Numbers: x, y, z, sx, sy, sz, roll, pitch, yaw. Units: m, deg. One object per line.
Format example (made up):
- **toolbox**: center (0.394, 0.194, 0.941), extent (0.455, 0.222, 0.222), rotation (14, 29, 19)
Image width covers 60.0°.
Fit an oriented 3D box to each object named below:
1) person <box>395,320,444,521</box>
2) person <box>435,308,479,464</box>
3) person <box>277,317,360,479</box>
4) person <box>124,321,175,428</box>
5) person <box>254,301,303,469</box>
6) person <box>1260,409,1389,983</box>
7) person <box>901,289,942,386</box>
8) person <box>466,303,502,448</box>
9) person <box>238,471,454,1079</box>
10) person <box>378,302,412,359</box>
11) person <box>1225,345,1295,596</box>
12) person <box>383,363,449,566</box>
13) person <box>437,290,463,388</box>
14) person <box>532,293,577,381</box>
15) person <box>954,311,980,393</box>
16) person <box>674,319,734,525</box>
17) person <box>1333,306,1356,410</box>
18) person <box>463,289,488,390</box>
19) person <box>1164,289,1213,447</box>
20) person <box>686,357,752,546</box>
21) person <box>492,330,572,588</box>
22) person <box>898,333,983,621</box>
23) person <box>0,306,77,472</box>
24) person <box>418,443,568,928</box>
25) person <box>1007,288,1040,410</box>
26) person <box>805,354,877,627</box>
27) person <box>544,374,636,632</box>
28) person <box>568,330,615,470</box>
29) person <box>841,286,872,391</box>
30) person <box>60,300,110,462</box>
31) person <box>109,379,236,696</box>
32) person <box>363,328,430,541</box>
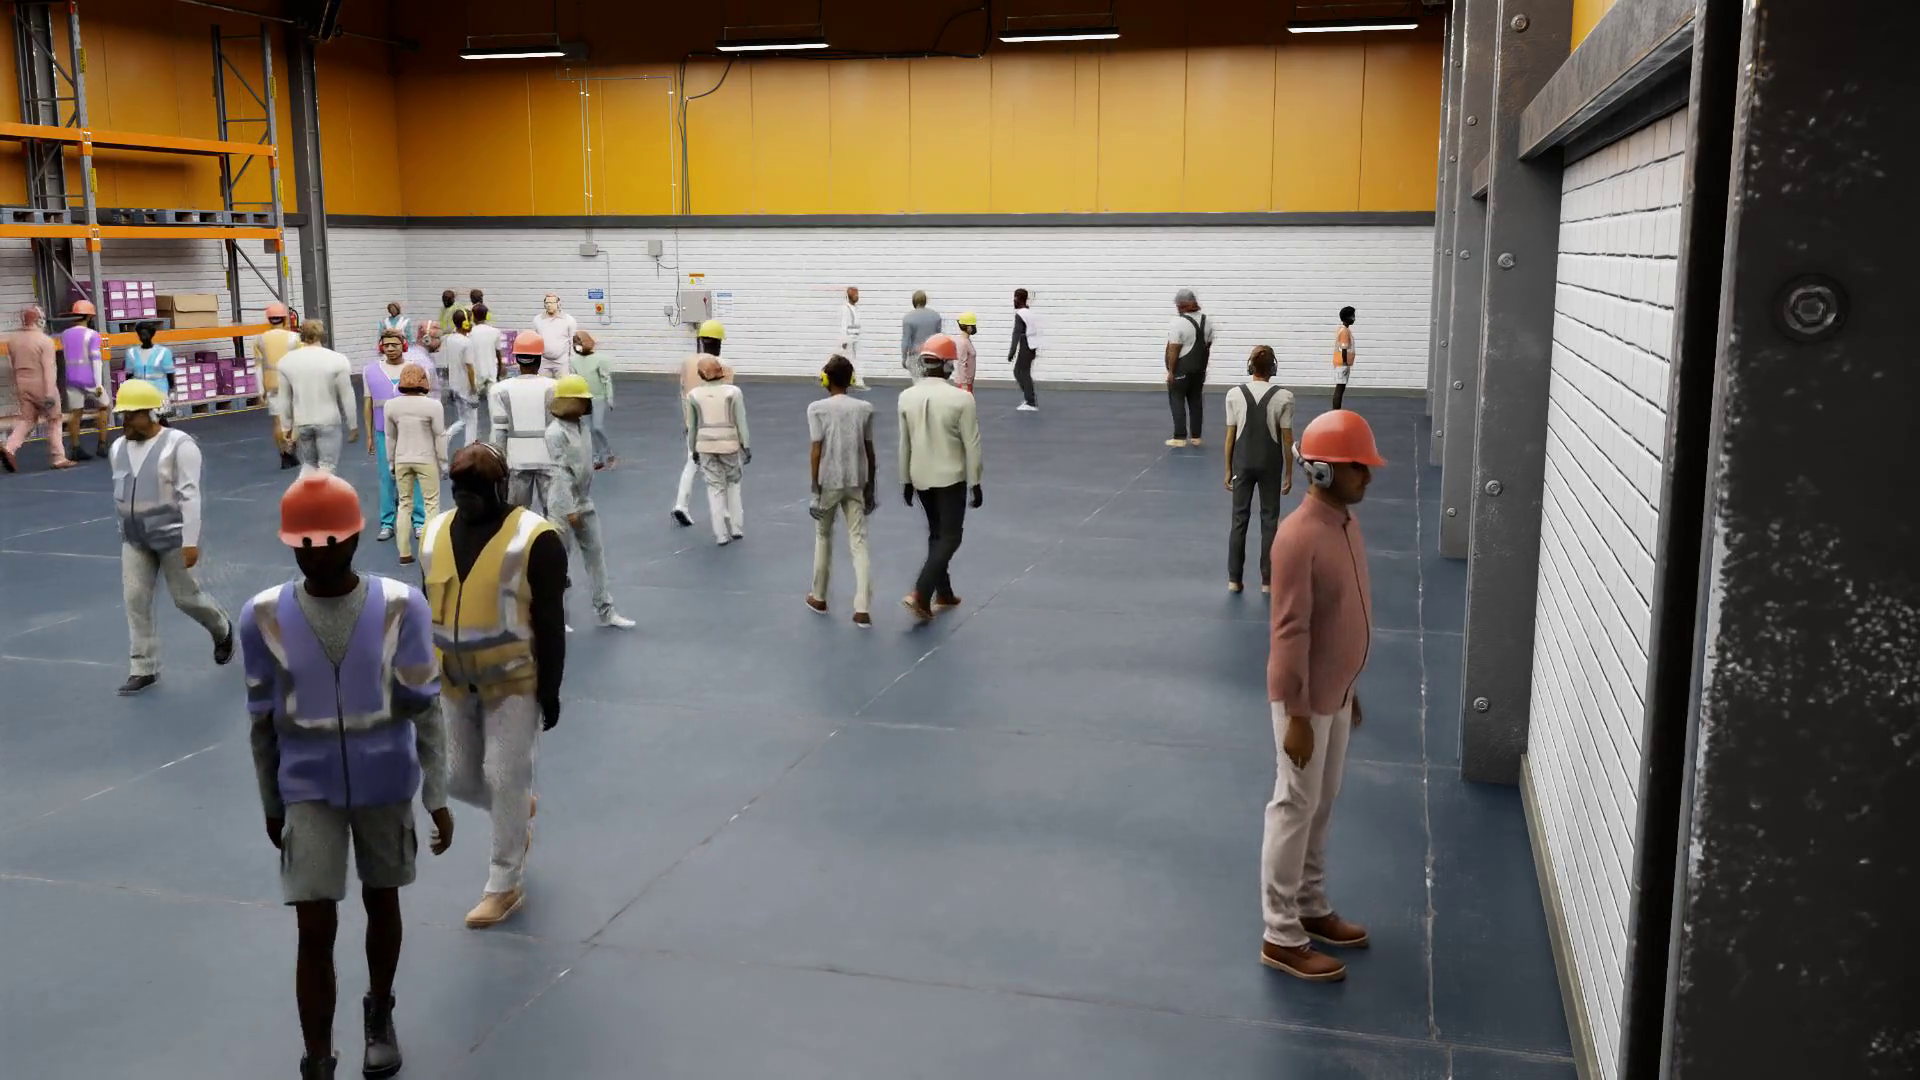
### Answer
- **person**: center (-5.012, -1.094, 15.412), extent (0.507, 1.874, 0.675), rotation (-5, 11, -24)
- **person**: center (-5.701, -1.699, 18.900), extent (0.508, 1.859, 0.559), rotation (9, 14, 43)
- **person**: center (-5.721, -1.019, 14.868), extent (0.647, 1.924, 0.440), rotation (1, 10, 3)
- **person**: center (-9.496, -1.719, 19.503), extent (0.544, 1.689, 0.365), rotation (-1, 10, -6)
- **person**: center (-7.770, -1.767, 19.072), extent (0.564, 1.927, 0.423), rotation (-1, 10, -7)
- **person**: center (1.281, 0.532, 5.870), extent (0.392, 1.995, 0.614), rotation (6, 12, 31)
- **person**: center (-0.570, -2.671, 24.192), extent (0.653, 1.927, 0.431), rotation (-6, 12, -31)
- **person**: center (-6.043, -2.069, 21.046), extent (0.527, 1.841, 0.830), rotation (-6, 12, -30)
- **person**: center (-1.776, 0.757, 4.845), extent (0.568, 1.900, 0.878), rotation (-3, 11, -18)
- **person**: center (-9.523, -3.185, 28.004), extent (0.529, 1.614, 0.712), rotation (-1, 10, -5)
- **person**: center (2.190, -0.506, 12.197), extent (0.505, 1.841, 0.332), rotation (3, 11, 18)
- **person**: center (-4.349, -0.597, 13.318), extent (0.507, 1.628, 0.285), rotation (1, 10, 6)
- **person**: center (-8.912, -3.442, 28.964), extent (0.936, 1.783, 0.644), rotation (-9, 13, -41)
- **person**: center (-5.656, -2.479, 23.167), extent (0.638, 1.910, 0.407), rotation (0, 10, 1)
- **person**: center (0.090, -1.901, 20.293), extent (0.324, 1.767, 0.533), rotation (1, 10, 6)
- **person**: center (-2.354, -1.087, 15.347), extent (0.596, 1.896, 0.927), rotation (4, 11, 21)
- **person**: center (5.545, -2.526, 24.021), extent (0.318, 1.697, 0.540), rotation (2, 10, 10)
- **person**: center (-8.666, -3.560, 29.639), extent (0.694, 1.805, 0.652), rotation (2, 10, 11)
- **person**: center (2.887, -2.217, 21.306), extent (0.734, 2.000, 0.536), rotation (-8, 13, -39)
- **person**: center (-2.055, -0.771, 14.317), extent (0.570, 1.606, 0.550), rotation (0, 10, 1)
- **person**: center (-3.147, -0.574, 12.293), extent (0.545, 1.939, 0.354), rotation (-1, 10, -6)
- **person**: center (-0.153, -0.423, 11.376), extent (0.628, 1.969, 0.871), rotation (6, 12, 31)
- **person**: center (-10.516, -1.705, 18.852), extent (0.643, 1.883, 0.809), rotation (3, 10, 15)
- **person**: center (-1.774, 0.524, 6.399), extent (0.631, 1.825, 0.601), rotation (3, 10, 15)
- **person**: center (0.994, -2.964, 25.937), extent (0.499, 1.904, 0.599), rotation (3, 10, 17)
- **person**: center (-0.822, -0.350, 11.397), extent (0.539, 1.805, 0.904), rotation (-5, 11, -24)
- **person**: center (-2.531, -0.236, 11.012), extent (0.524, 1.734, 0.493), rotation (4, 11, 19)
- **person**: center (-4.193, -1.577, 18.904), extent (0.514, 1.604, 0.389), rotation (5, 11, 25)
- **person**: center (-2.001, -3.566, 29.480), extent (0.784, 1.864, 0.593), rotation (4, 11, 21)
- **person**: center (-10.443, -1.904, 19.901), extent (0.557, 1.912, 0.684), rotation (2, 10, 9)
- **person**: center (-4.619, -0.045, 9.677), extent (0.592, 1.806, 0.767), rotation (2, 10, 10)
- **person**: center (-4.891, -0.919, 14.506), extent (0.565, 1.846, 0.388), rotation (-2, 10, -13)
